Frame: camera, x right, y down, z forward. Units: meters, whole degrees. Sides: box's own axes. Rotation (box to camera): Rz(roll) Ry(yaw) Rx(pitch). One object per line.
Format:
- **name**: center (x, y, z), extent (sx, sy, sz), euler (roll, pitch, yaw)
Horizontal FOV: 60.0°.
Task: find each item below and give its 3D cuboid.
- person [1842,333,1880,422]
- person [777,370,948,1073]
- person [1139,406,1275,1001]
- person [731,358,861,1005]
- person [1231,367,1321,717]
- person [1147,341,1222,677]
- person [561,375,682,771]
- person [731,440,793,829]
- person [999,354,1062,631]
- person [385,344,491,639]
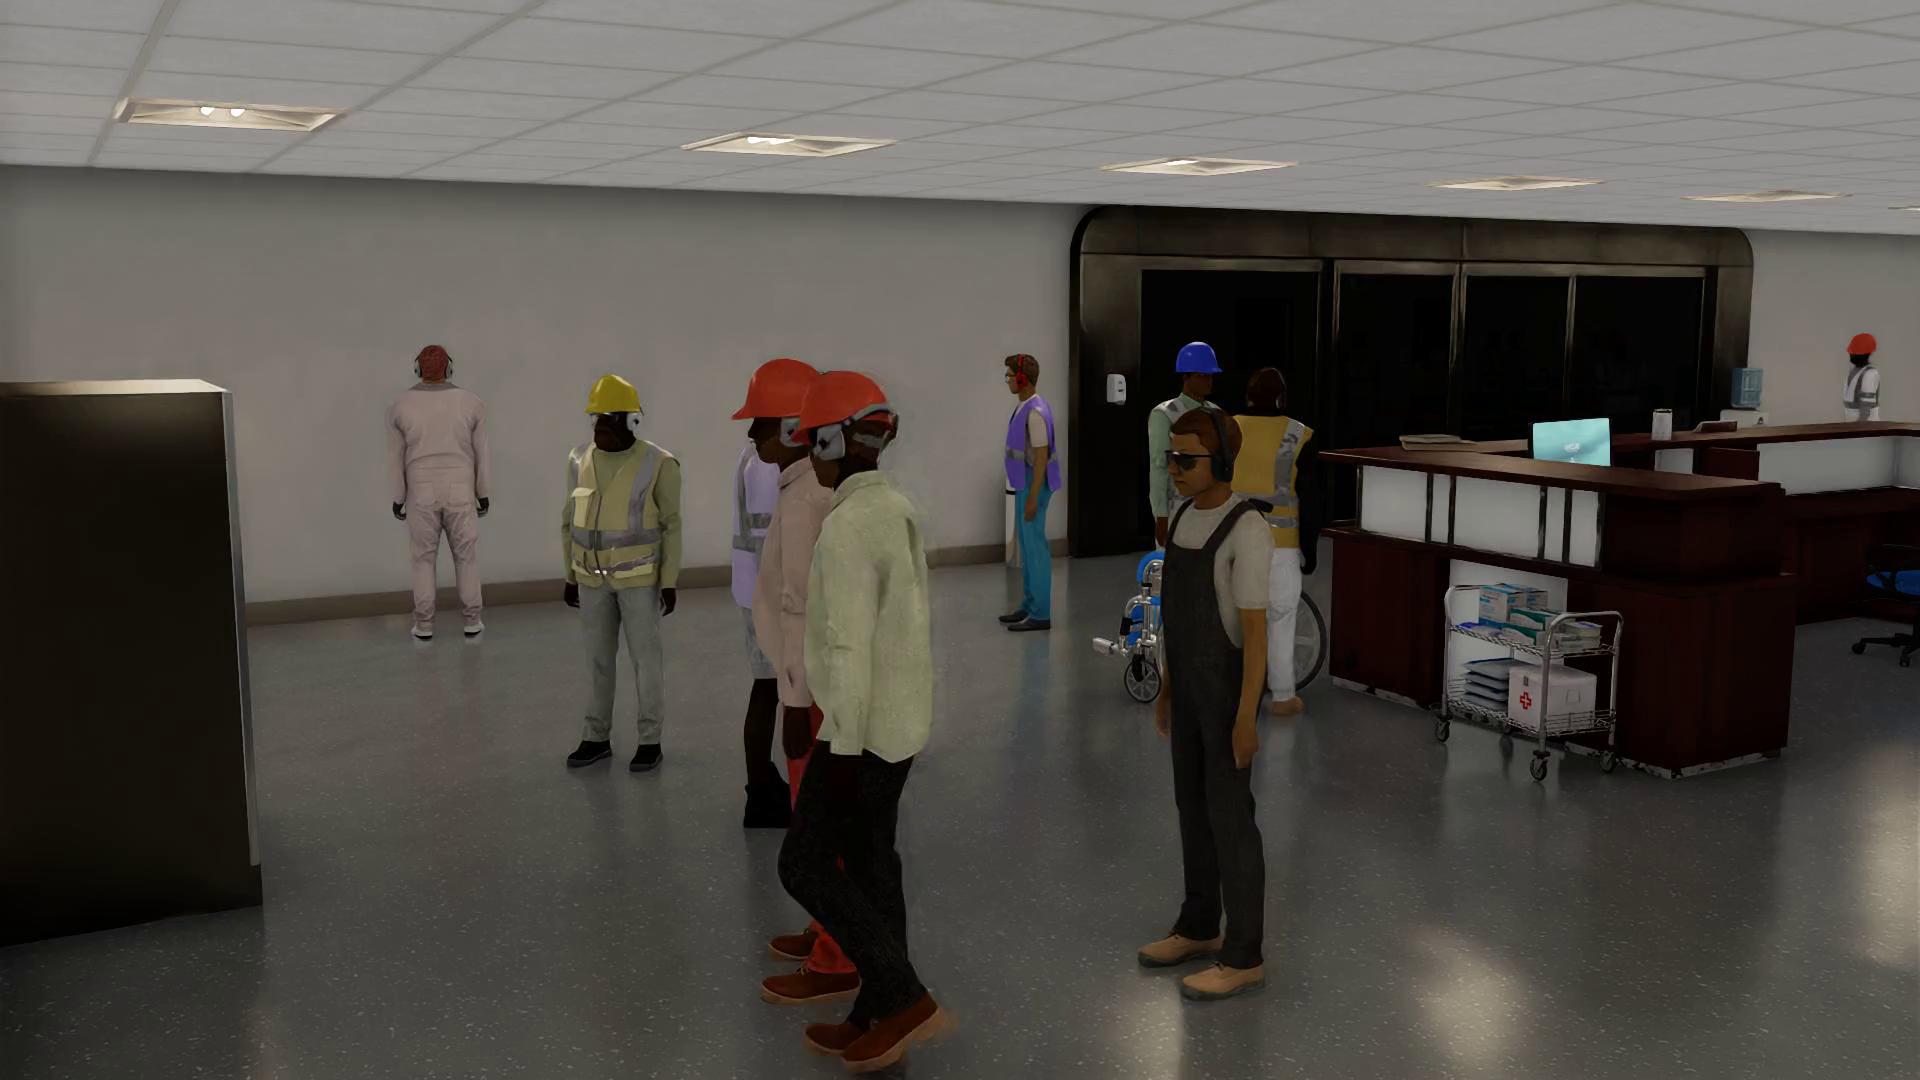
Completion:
- **person**: center (9.271, -1.184, 17.163), extent (0.519, 1.896, 0.586), euler (0, 8, 2)
- **person**: center (-0.283, 0.513, 4.626), extent (0.426, 1.966, 0.650), euler (2, 8, 13)
- **person**: center (0.781, 0.500, 5.202), extent (0.344, 1.838, 0.507), euler (-3, 8, -22)
- **person**: center (-0.491, 0.430, 5.182), extent (0.415, 1.985, 0.611), euler (0, 8, -1)
- **person**: center (1.591, 0.010, 8.772), extent (0.633, 1.836, 0.429), euler (5, 9, 30)
- **person**: center (1.325, -0.164, 9.590), extent (0.602, 1.949, 0.390), euler (-7, 10, -41)
- **person**: center (-1.582, 0.155, 7.701), extent (0.587, 1.835, 0.404), euler (2, 8, 17)
- **person**: center (-0.749, 0.222, 6.885), extent (0.387, 1.929, 0.543), euler (-1, 8, -6)
- **person**: center (0.478, -0.313, 11.063), extent (0.392, 1.842, 0.564), euler (-1, 8, -6)
- **person**: center (-3.378, -0.311, 10.805), extent (0.643, 1.909, 0.410), euler (-3, 8, -21)
